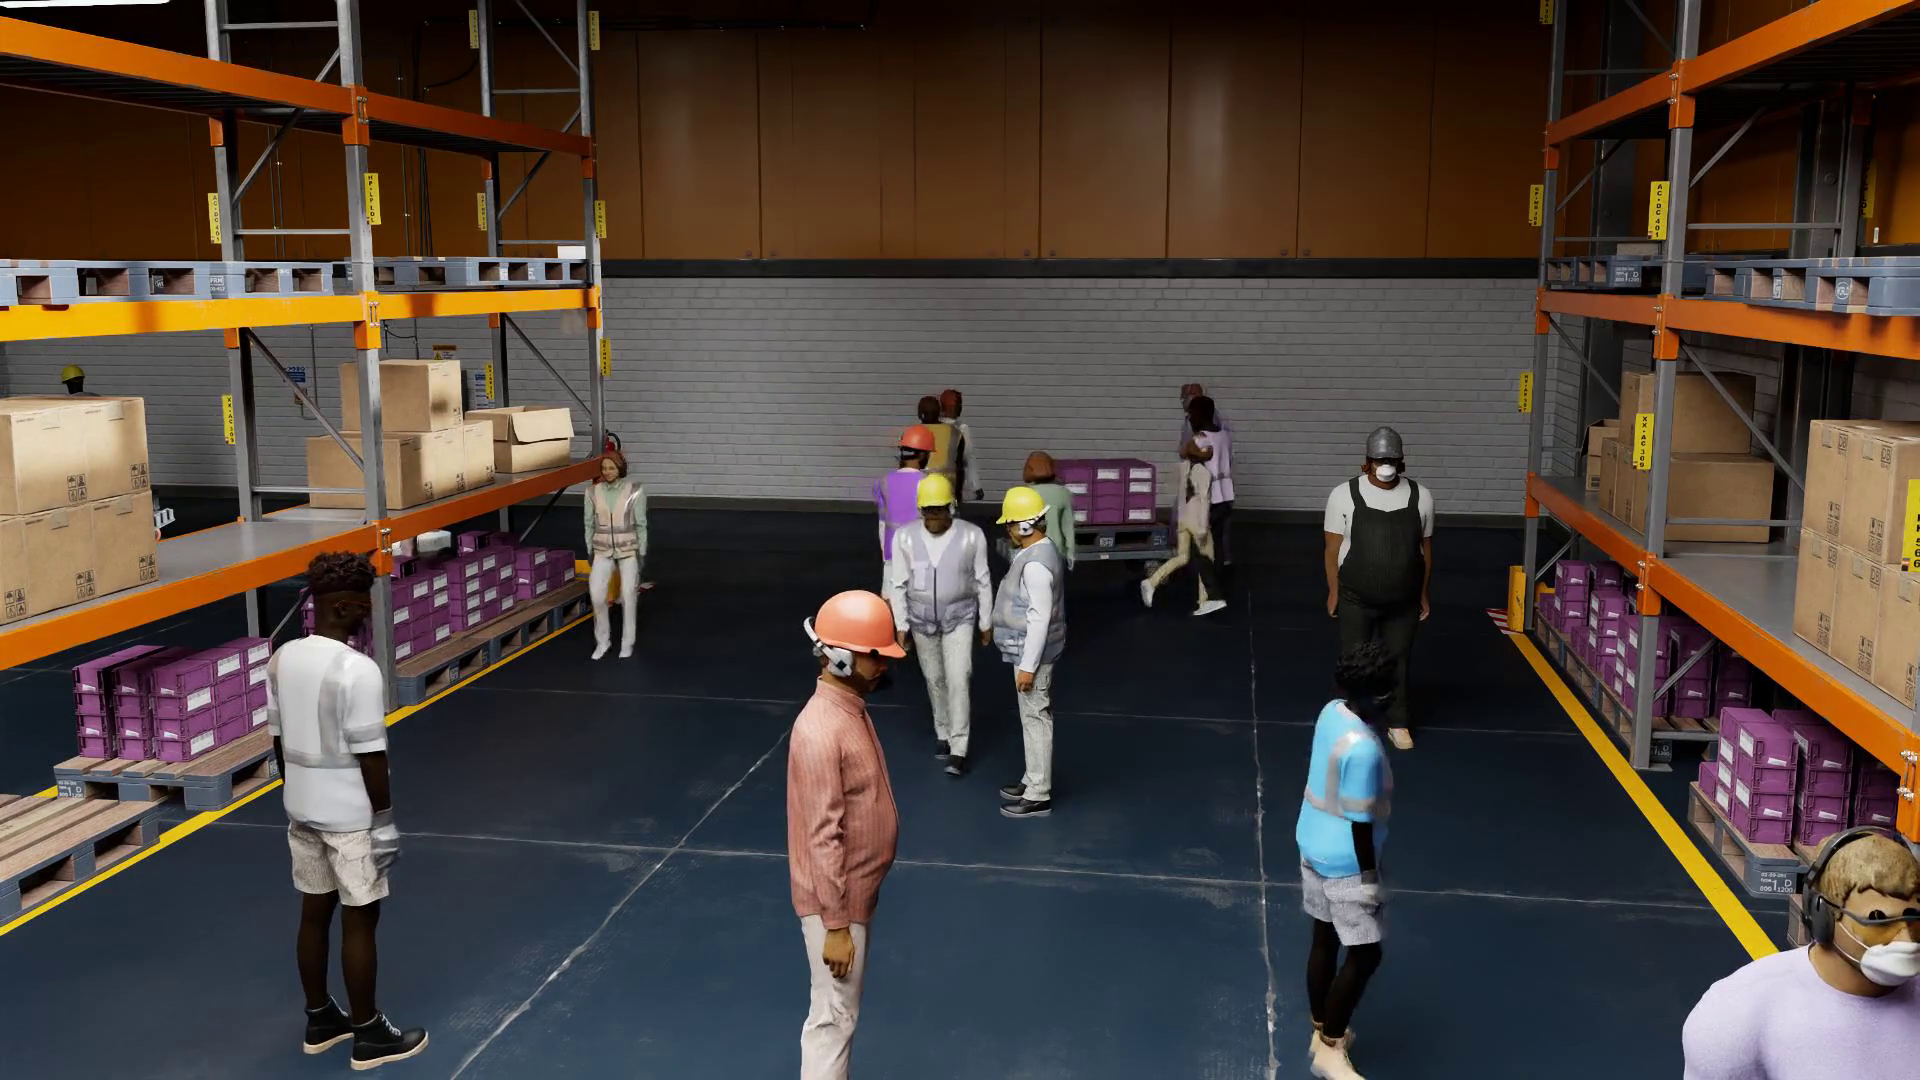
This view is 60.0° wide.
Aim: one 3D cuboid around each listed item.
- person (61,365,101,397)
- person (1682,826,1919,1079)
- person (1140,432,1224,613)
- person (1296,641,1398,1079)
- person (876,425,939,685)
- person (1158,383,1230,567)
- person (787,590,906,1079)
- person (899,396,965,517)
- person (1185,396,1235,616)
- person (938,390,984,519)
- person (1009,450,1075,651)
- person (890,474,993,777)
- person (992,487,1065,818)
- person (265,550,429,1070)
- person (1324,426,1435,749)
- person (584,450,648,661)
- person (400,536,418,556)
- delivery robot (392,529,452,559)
[{"bbox_3d":[-10.042,-1.037,19.023,0.379,1.918,0.585,4,10,22],"label":"person"},{"bbox_3d":[1.727,1.500,3.310,0.630,1.940,0.372,-2,9,-11],"label":"person"},{"bbox_3d":[1.953,-0.136,14.442,0.700,1.612,0.495,-5,10,-26],"label":"person"},{"bbox_3d":[1.414,1.177,6.140,0.315,1.675,0.595,-1,9,-4],"label":"person"},{"bbox_3d":[-0.392,0.108,12.107,0.563,1.883,1.013,5,10,28],"label":"person"},{"bbox_3d":[2.349,-0.655,16.858,0.926,1.860,0.654,6,11,35],"label":"person"},{"bbox_3d":[-0.364,1.141,5.374,0.387,1.988,0.608,0,9,2],"label":"person"},{"bbox_3d":[-0.275,-0.445,15.653,0.638,1.822,0.590,-1,9,-9],"label":"person"},{"bbox_3d":[2.253,-0.295,14.588,0.510,1.884,0.743,9,13,42],"label":"person"},{"bbox_3d":[-0.070,-0.538,16.194,0.989,1.831,0.575,-7,12,-38],"label":"person"},{"bbox_3d":[0.626,0.120,12.800,0.517,1.616,0.339,-4,10,-22],"label":"person"},{"bbox_3d":[-0.127,0.501,9.917,0.596,1.787,0.878,2,9,9],"label":"person"},{"bbox_3d":[0.376,0.611,9.152,0.403,1.822,0.588,1,9,4],"label":"person"},{"bbox_3d":[-2.331,1.012,6.282,0.608,1.950,0.390,6,11,35],"label":"person"},{"bbox_3d":[2.626,0.303,10.378,0.687,2.000,0.538,0,9,1],"label":"person"},{"bbox_3d":[-2.639,0.131,12.740,0.517,1.623,0.496,0,9,3],"label":"person"},{"bbox_3d":[-4.926,-0.335,14.450,0.608,1.996,0.381,-2,10,-15],"label":"person"},{"bbox_3d":[-5.342,0.046,16.249,0.477,0.478,0.707,8,12,40],"label":"delivery robot"}]
